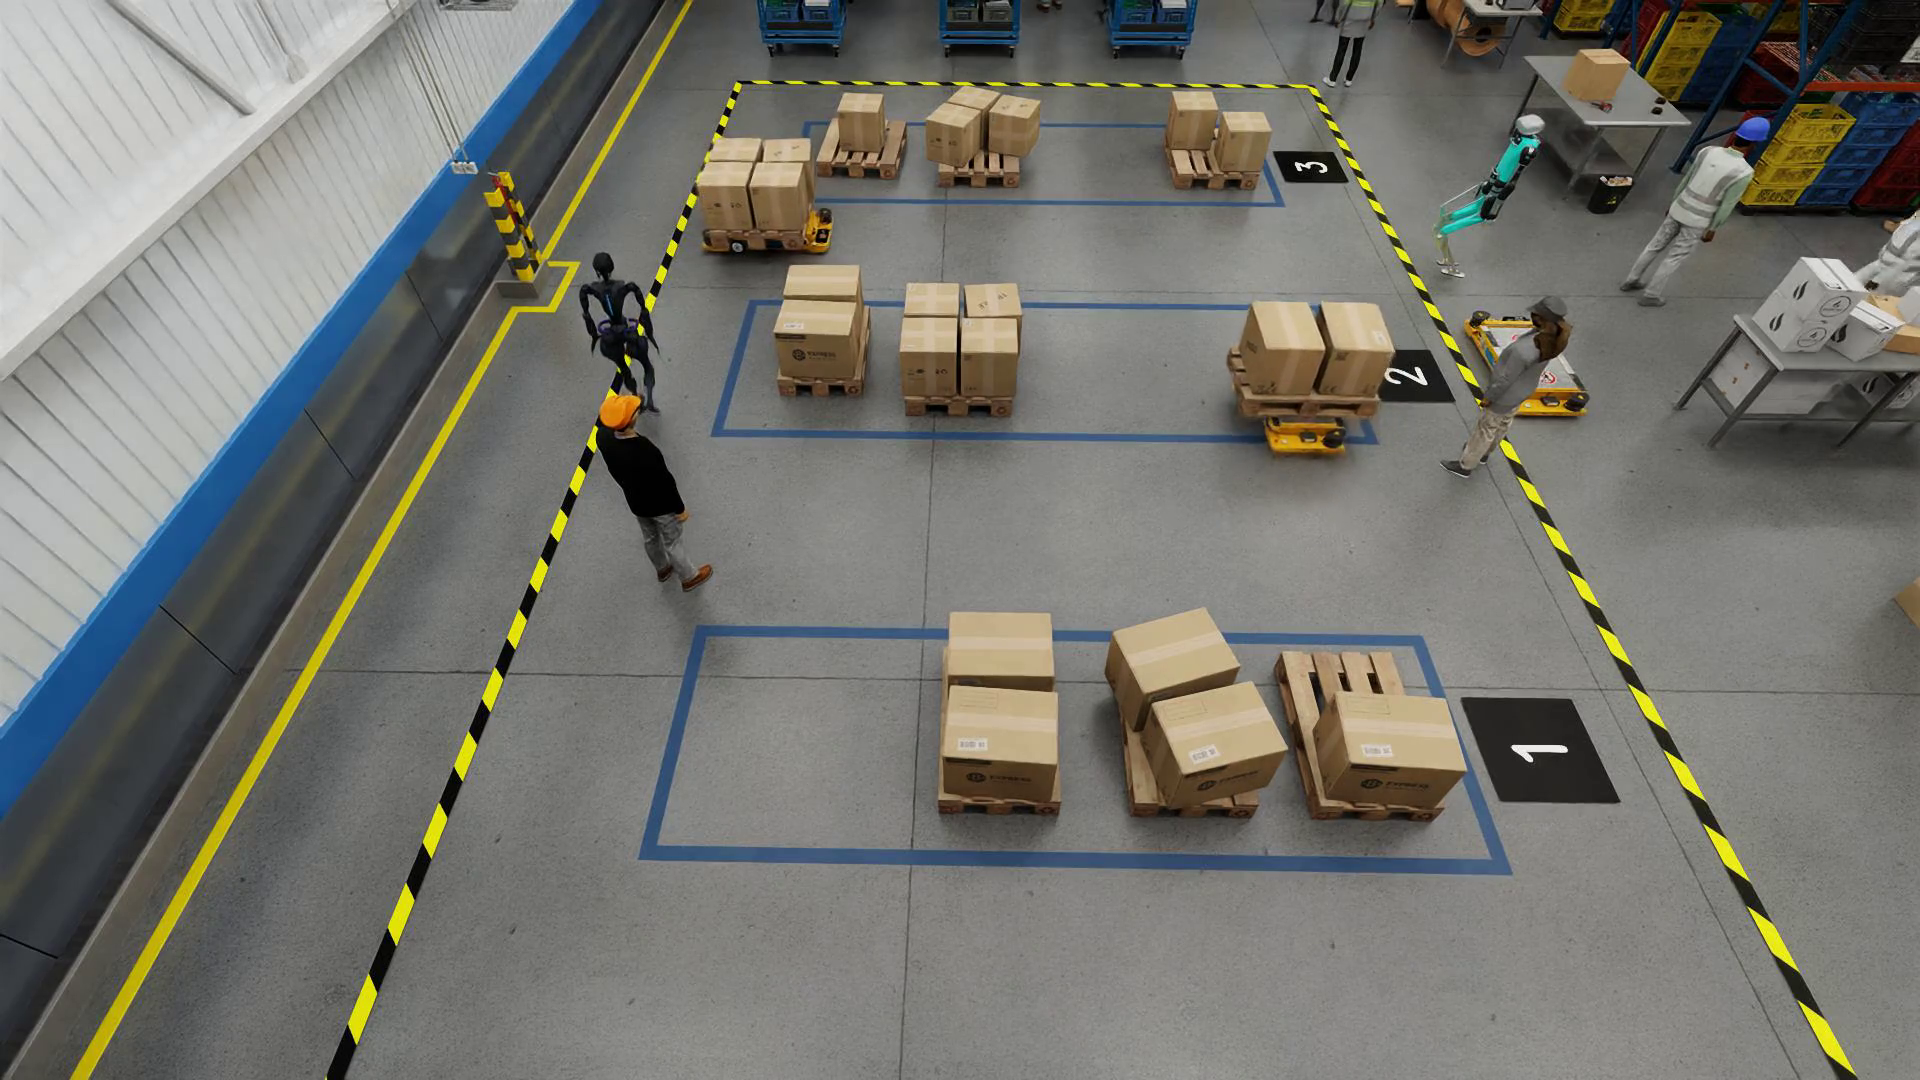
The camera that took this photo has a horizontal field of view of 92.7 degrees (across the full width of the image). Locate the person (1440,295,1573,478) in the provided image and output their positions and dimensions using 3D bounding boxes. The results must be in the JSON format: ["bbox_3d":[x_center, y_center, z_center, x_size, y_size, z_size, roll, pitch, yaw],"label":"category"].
[{"bbox_3d":[4.578,-1.244,7.619,0.560,1.766,0.399,-28,55,-22],"label":"person"}]

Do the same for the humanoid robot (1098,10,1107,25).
[{"bbox_3d":[2.499,-8.815,14.232,0.510,1.637,0.609,-3,49,-3],"label":"humanoid robot"}]

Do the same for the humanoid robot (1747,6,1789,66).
[{"bbox_3d":[11.985,-7.778,13.329,0.326,1.653,0.601,21,52,17],"label":"humanoid robot"}]

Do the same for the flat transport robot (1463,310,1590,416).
[{"bbox_3d":[5.573,-1.757,9.054,0.659,0.231,1.431,1,49,1],"label":"flat transport robot"}]

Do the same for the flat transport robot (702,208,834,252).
[{"bbox_3d":[-2.221,-3.611,10.641,1.431,0.197,0.652,1,49,1],"label":"flat transport robot"}]

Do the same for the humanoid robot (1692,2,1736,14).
[{"bbox_3d":[11.242,-8.089,13.607,0.479,1.649,0.611,-22,53,-18],"label":"humanoid robot"}]

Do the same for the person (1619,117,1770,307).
[{"bbox_3d":[7.448,-3.295,9.284,0.428,1.938,0.609,-11,50,-9],"label":"person"}]

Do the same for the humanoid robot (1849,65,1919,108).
[{"bbox_3d":[11.593,-5.649,11.447,0.753,1.772,0.531,0,49,0],"label":"humanoid robot"}]

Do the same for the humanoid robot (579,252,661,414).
[{"bbox_3d":[-3.017,-1.753,8.123,0.606,1.647,0.477,-8,50,-7],"label":"humanoid robot"}]

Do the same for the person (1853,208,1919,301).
[{"bbox_3d":[8.818,-2.579,8.712,0.429,1.861,0.573,16,51,14],"label":"person"}]

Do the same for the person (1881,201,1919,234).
[{"bbox_3d":[11.156,-4.302,10.091,0.604,2.034,0.386,3,49,2],"label":"person"}]

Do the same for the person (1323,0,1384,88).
[{"bbox_3d":[5.561,-7.324,12.825,0.589,1.852,0.366,0,49,0],"label":"person"}]

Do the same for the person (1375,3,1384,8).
[{"bbox_3d":[6.840,-9.671,14.807,0.671,1.930,0.655,8,50,7],"label":"person"}]

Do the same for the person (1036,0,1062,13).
[{"bbox_3d":[1.509,-9.570,14.712,0.637,1.937,0.357,-23,53,-18],"label":"person"}]

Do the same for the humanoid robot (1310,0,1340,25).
[{"bbox_3d":[5.927,-9.069,14.450,0.403,1.653,0.590,-24,53,-20],"label":"humanoid robot"}]

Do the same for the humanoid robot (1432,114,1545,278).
[{"bbox_3d":[5.360,-3.581,9.570,0.735,1.680,0.533,9,50,8],"label":"humanoid robot"}]

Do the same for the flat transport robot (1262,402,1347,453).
[{"bbox_3d":[3.164,-1.389,8.717,0.652,0.197,1.431,1,49,1],"label":"flat transport robot"}]

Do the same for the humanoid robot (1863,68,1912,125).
[{"bbox_3d":[12.346,-6.206,11.890,0.533,1.736,0.662,-22,53,-18],"label":"humanoid robot"}]

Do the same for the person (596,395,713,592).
[{"bbox_3d":[-2.262,-0.313,6.737,0.586,1.884,0.362,22,53,18],"label":"person"}]
